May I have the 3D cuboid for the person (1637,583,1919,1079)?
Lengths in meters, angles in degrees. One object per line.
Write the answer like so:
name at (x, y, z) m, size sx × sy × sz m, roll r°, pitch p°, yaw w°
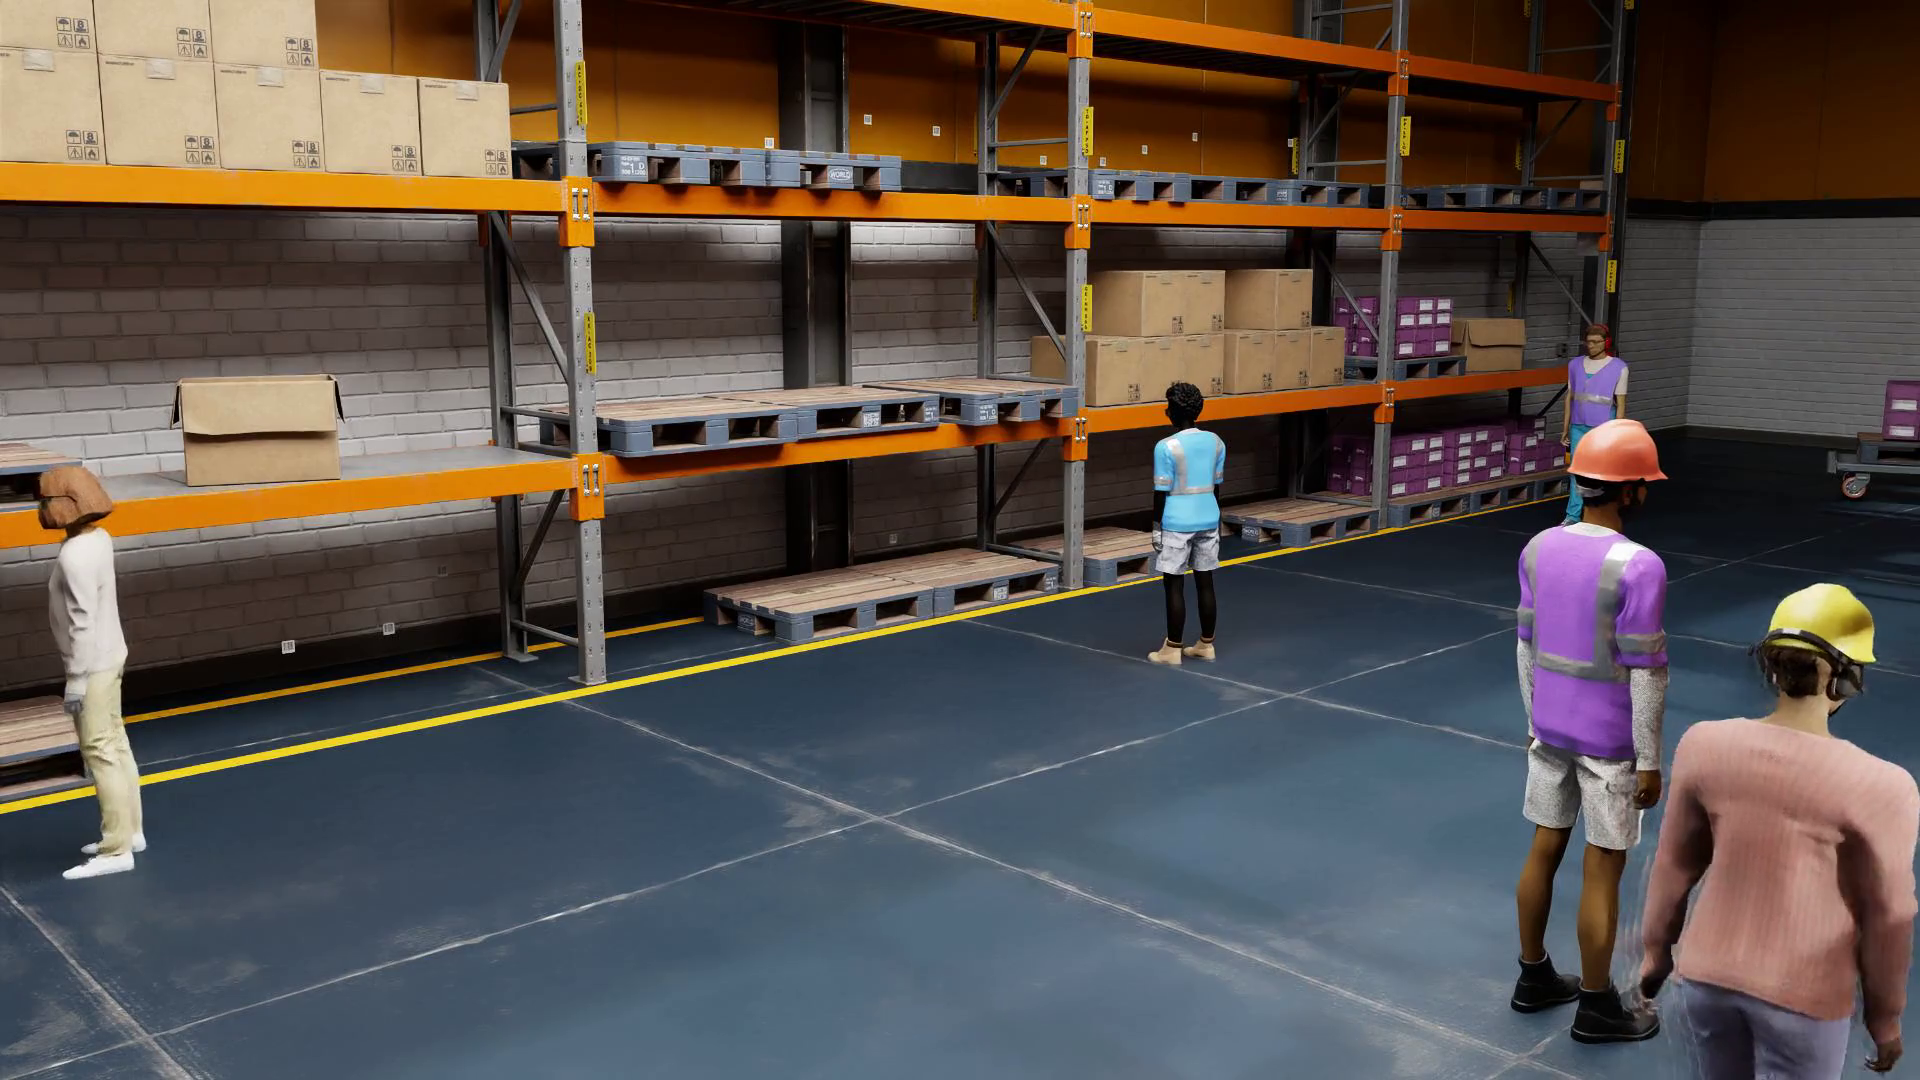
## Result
person at (1.766, 0.961, 3.612) m, size 0.440 × 1.741 × 0.529 m, roll -6°, pitch 12°, yaw -33°

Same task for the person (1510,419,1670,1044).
person at (1.976, 0.591, 5.182) m, size 0.362 × 1.938 × 0.545 m, roll -5°, pitch 11°, yaw -26°

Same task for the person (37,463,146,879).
person at (-3.430, 0.509, 6.555) m, size 0.265 × 1.633 × 0.503 m, roll -3°, pitch 10°, yaw -17°

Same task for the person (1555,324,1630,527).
person at (5.561, -0.971, 14.602) m, size 0.389 × 1.843 × 0.566 m, roll -8°, pitch 13°, yaw -40°

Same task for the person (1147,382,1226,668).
person at (1.342, -0.084, 9.856) m, size 0.534 × 1.694 × 0.320 m, roll -7°, pitch 12°, yaw -34°
